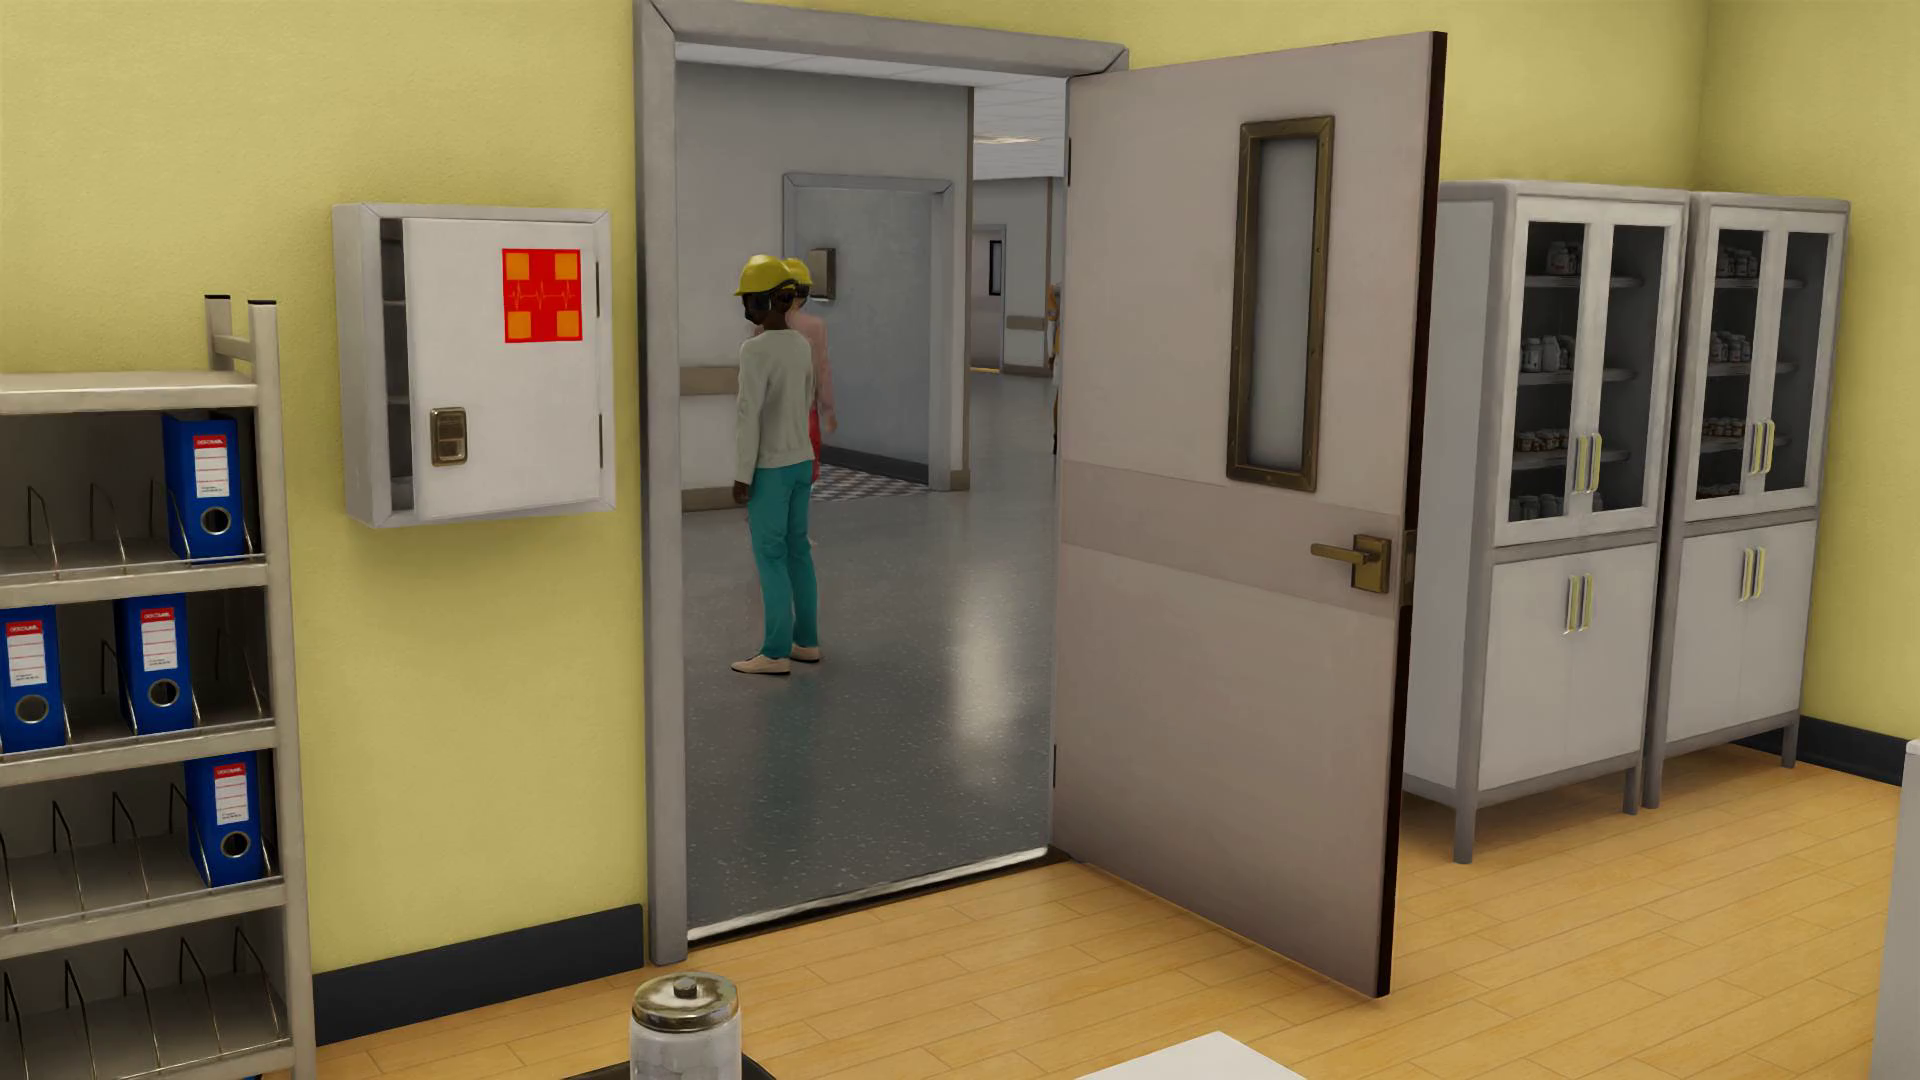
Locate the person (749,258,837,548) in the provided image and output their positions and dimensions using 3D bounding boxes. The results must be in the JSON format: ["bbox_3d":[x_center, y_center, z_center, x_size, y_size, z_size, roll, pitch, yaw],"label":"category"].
[{"bbox_3d":[-1.026,-0.761,9.686,0.520,1.748,0.666,7,12,35],"label":"person"}]

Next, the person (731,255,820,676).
[{"bbox_3d":[-0.793,-0.312,7.008,0.343,1.757,0.519,4,10,20],"label":"person"}]
